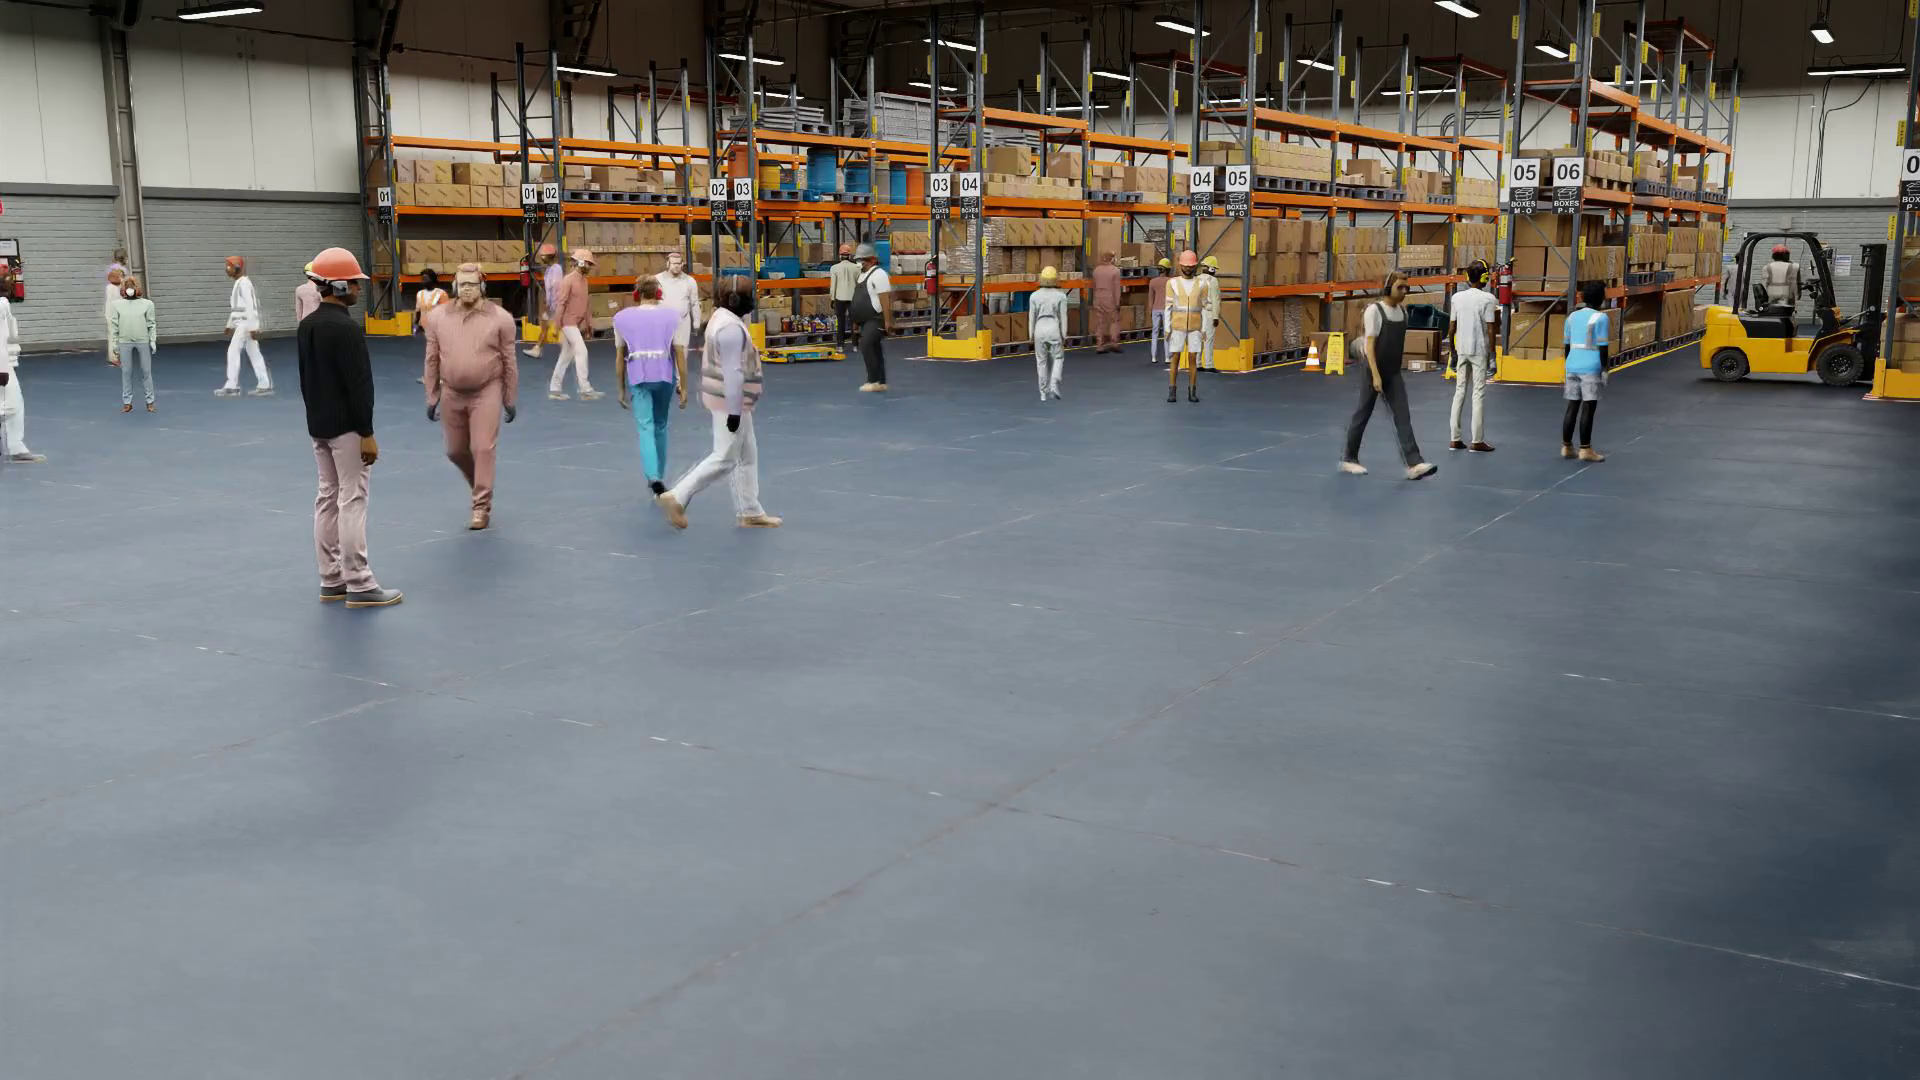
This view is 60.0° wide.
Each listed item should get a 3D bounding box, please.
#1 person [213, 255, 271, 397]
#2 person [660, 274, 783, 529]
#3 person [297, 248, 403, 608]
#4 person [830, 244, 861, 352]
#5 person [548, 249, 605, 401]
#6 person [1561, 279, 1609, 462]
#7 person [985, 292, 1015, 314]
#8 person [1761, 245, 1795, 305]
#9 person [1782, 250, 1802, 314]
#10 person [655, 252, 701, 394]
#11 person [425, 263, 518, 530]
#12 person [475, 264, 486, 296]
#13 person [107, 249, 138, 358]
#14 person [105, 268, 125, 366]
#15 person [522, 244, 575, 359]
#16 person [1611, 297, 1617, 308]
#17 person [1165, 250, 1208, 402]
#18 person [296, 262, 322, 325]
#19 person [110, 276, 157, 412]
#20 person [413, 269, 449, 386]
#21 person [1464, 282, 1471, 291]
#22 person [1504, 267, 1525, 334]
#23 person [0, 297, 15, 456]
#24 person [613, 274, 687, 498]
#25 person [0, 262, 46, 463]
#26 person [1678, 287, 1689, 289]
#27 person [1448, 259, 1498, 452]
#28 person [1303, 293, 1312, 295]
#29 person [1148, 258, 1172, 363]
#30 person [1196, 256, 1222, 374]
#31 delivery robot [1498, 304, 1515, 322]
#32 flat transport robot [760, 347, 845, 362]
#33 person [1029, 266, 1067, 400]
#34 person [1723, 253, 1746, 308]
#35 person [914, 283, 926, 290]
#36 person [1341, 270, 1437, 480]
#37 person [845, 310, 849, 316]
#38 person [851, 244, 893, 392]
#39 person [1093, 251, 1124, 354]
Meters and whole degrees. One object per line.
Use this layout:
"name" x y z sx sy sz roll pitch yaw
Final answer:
"person" -9.578 -2.811 21.962 0.862 1.850 0.605 -5 11 -24
"person" -1.689 -0.949 11.659 0.801 1.819 0.638 -2 10 -10
"person" -3.436 -0.619 9.283 0.610 1.996 0.378 9 14 42
"person" -2.135 -4.521 31.135 0.611 1.996 0.378 -3 10 -15
"person" -4.944 -2.760 21.407 0.916 1.936 0.639 1 10 5
"person" 5.822 -1.572 15.459 0.319 1.695 0.538 -3 11 -18
"person" 0.787 -4.813 32.975 0.623 1.932 0.370 0 10 3
"person" 16.306 -4.879 33.195 0.614 1.995 1.067 4 11 20
"person" 18.228 -5.467 36.743 0.654 1.882 0.641 3 11 18
"person" -3.815 -2.905 22.353 0.680 1.893 0.457 -3 11 -16
"person" -3.509 -1.053 12.007 0.650 1.883 0.793 0 10 0
"person" -7.326 -3.307 25.129 0.923 1.715 0.519 -5 11 -25
"person" -14.735 -4.159 29.313 0.656 1.918 0.532 10 14 43
"person" -13.917 -3.664 27.417 0.390 1.609 0.519 -1 10 -4
"person" -7.179 -4.138 28.977 1.003 1.993 0.613 -7 12 -33
"person" 14.402 -5.338 36.125 0.654 1.866 0.767 7 12 35
"person" 2.881 -2.711 21.173 0.552 1.932 0.377 0 10 0
"person" -8.993 -2.991 23.215 0.533 1.767 0.326 3 11 16
"person" -9.933 -2.355 20.012 0.500 1.636 0.286 -4 11 -21
"person" -7.527 -2.999 23.544 0.546 1.649 0.851 5 11 25
"person" 12.890 -6.343 41.625 0.730 1.897 0.604 -4 11 -23
"person" 12.107 -5.393 36.256 0.551 1.914 0.739 3 10 15
"person" -9.443 -1.768 16.045 0.562 1.889 1.007 -5 11 -25
"person" -2.470 -1.241 13.381 0.565 1.790 0.926 -3 11 -17
"person" -8.826 -1.598 15.164 0.656 1.863 0.579 -7 12 -33
"person" 16.848 -5.724 38.969 0.514 1.603 0.786 -6 12 -28
"person" 5.003 -1.790 16.194 0.320 1.871 0.533 -9 13 -40
"person" 9.189 -6.657 44.096 0.314 1.641 0.515 5 11 26
"person" 3.434 -3.866 28.111 0.523 1.769 0.323 7 12 34
"person" 3.844 -3.496 25.885 0.404 1.821 0.591 -6 12 -28
"delivery robot" 13.112 -5.489 40.332 0.707 0.478 0.477 -1 10 -8
"flat transport robot" -2.746 -3.189 28.510 1.431 0.197 0.652 -6 12 -32
"person" 1.132 -2.653 21.404 0.506 1.735 0.363 2 10 10
"person" 17.695 -5.650 37.980 0.530 1.823 0.960 6 12 30
"person" -1.269 -8.447 54.140 0.507 1.631 0.277 -4 11 -21
"person" 3.676 -1.413 14.310 0.534 1.790 0.983 -6 12 -28
"person" -2.629 -5.767 38.618 0.615 1.813 0.423 5 11 28
"person" -1.250 -3.014 22.573 0.654 2.000 0.724 -5 11 -25
"person" 2.757 -4.365 30.582 0.673 1.882 0.645 9 13 41
